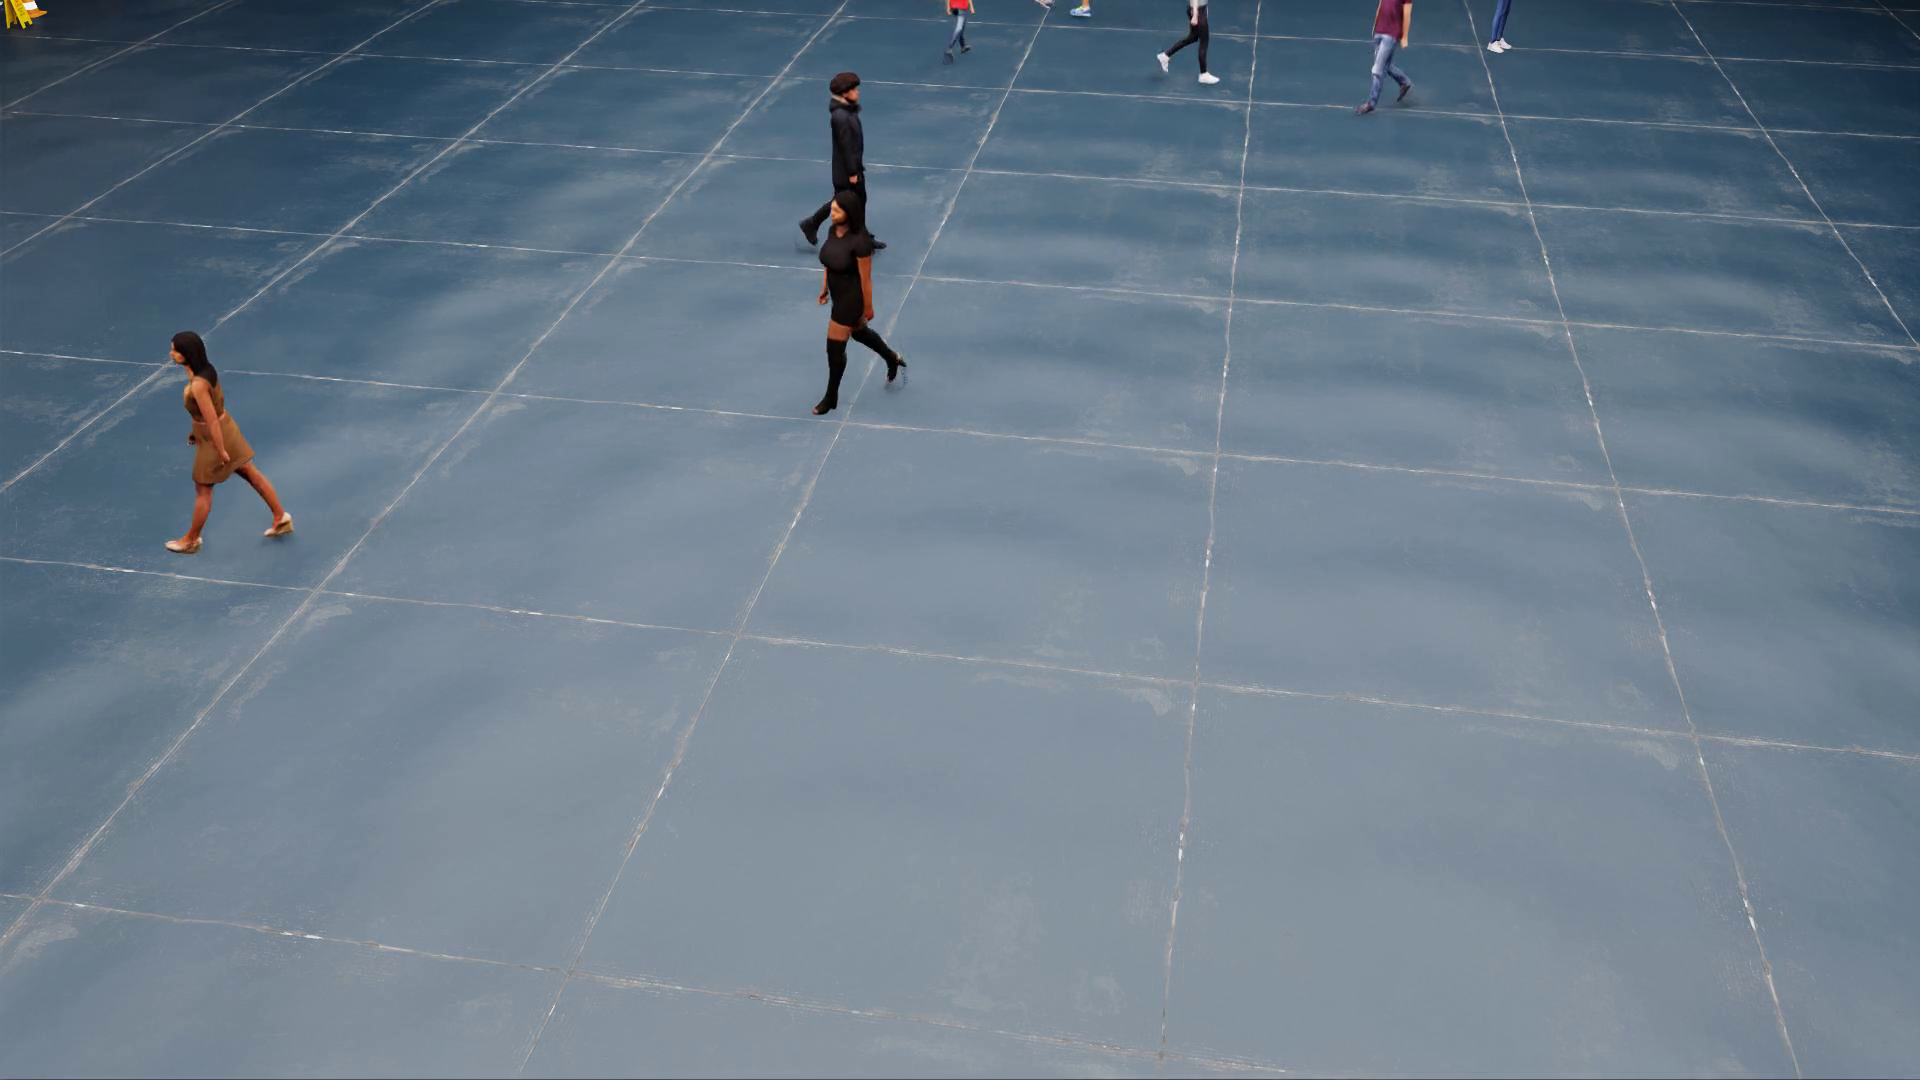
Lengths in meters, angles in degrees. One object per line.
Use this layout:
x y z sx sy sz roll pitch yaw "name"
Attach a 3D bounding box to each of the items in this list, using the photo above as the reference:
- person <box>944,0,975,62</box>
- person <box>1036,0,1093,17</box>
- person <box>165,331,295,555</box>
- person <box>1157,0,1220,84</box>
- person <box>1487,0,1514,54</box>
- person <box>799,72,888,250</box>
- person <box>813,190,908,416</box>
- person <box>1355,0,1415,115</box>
-0.044 -6.930 21.713 0.885 1.295 0.812 24 39 33 "person"
1.659 -8.266 23.334 1.210 1.824 0.810 12 34 19 "person"
-5.014 -0.673 11.462 1.123 1.648 0.889 -10 34 -15 "person"
2.886 -6.567 20.735 1.037 1.723 0.616 8 33 12 "person"
7.267 -7.387 22.018 0.672 1.743 0.648 26 41 35 "person"
-1.161 -3.601 15.998 1.059 1.761 0.600 5 33 7 "person"
-0.814 -1.921 13.285 1.232 1.814 1.123 -17 36 -25 "person"
5.167 -6.023 19.777 1.219 1.825 1.040 -13 34 -19 "person"
